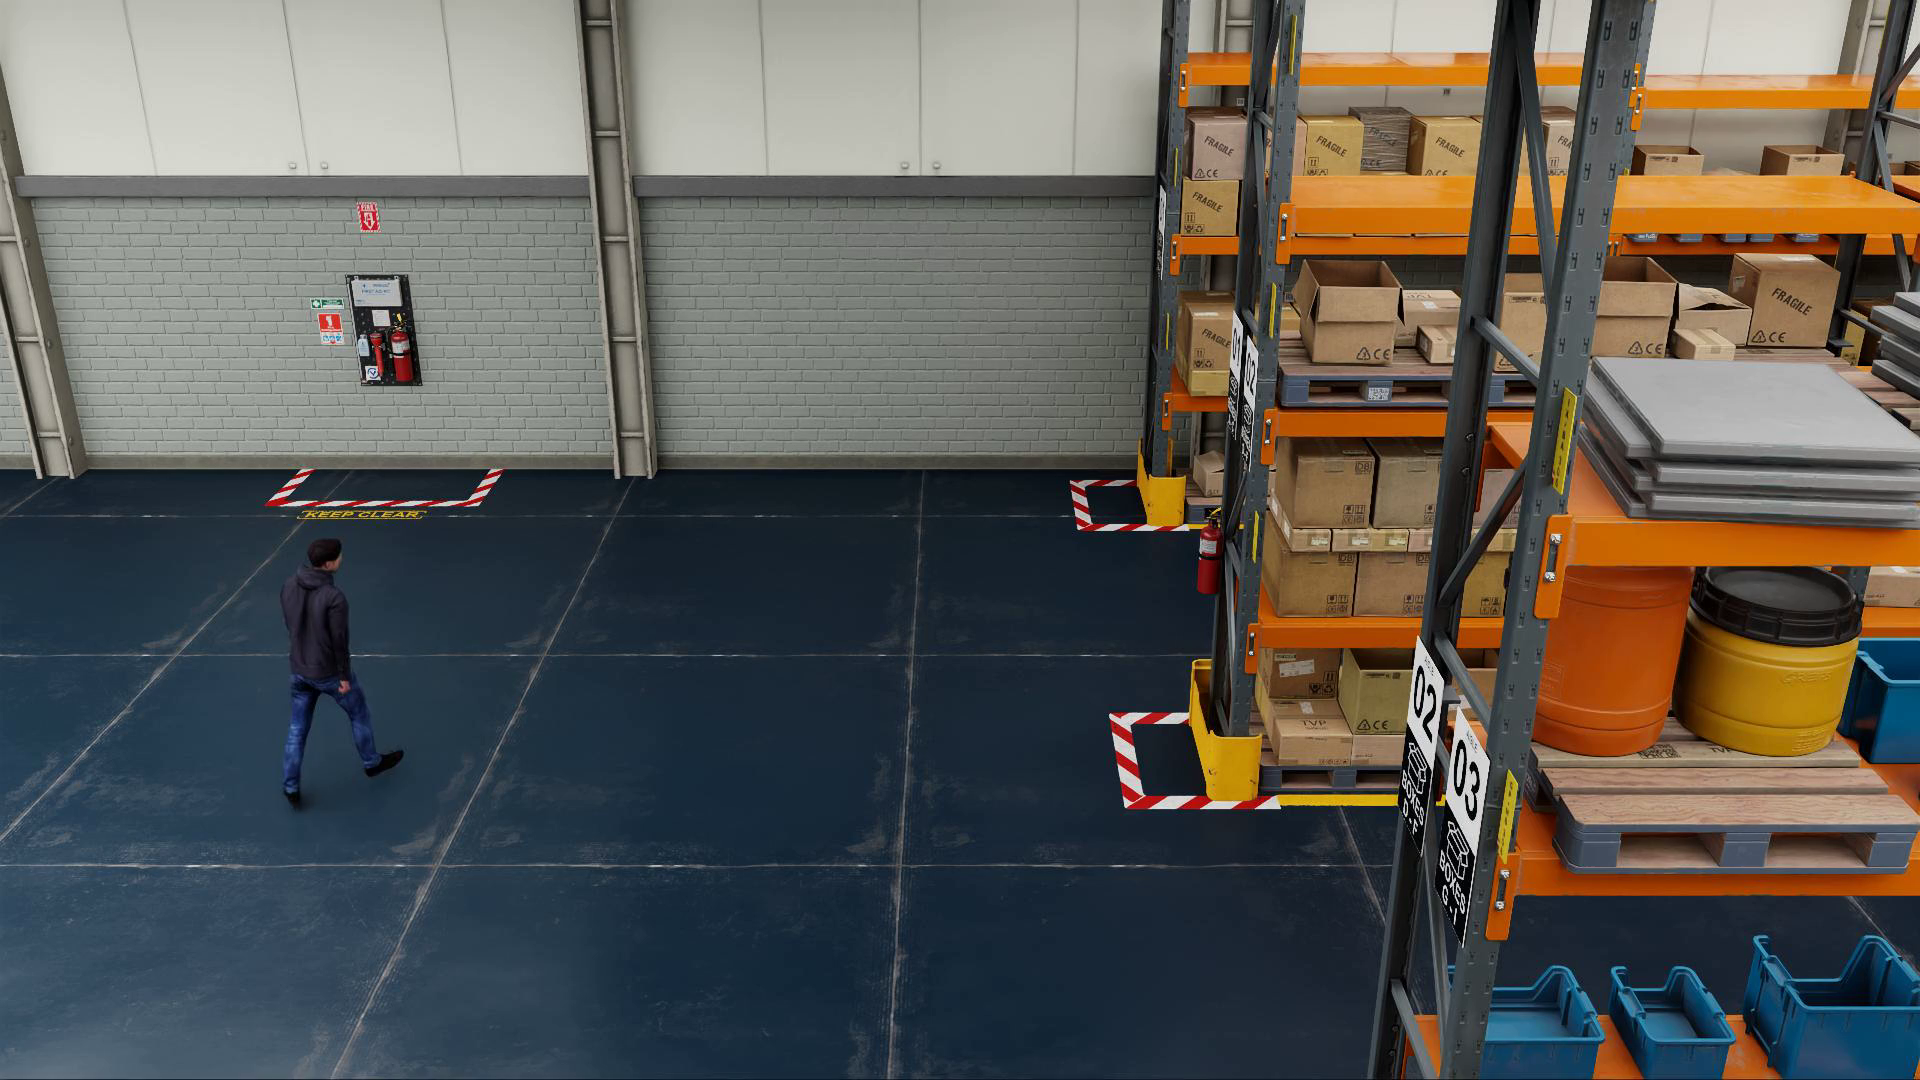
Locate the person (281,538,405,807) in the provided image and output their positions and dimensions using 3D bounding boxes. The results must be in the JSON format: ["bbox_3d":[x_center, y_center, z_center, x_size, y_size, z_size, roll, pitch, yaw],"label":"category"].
[{"bbox_3d":[-4.384,0.917,11.241,1.055,1.837,1.003,4,23,10],"label":"person"}]
